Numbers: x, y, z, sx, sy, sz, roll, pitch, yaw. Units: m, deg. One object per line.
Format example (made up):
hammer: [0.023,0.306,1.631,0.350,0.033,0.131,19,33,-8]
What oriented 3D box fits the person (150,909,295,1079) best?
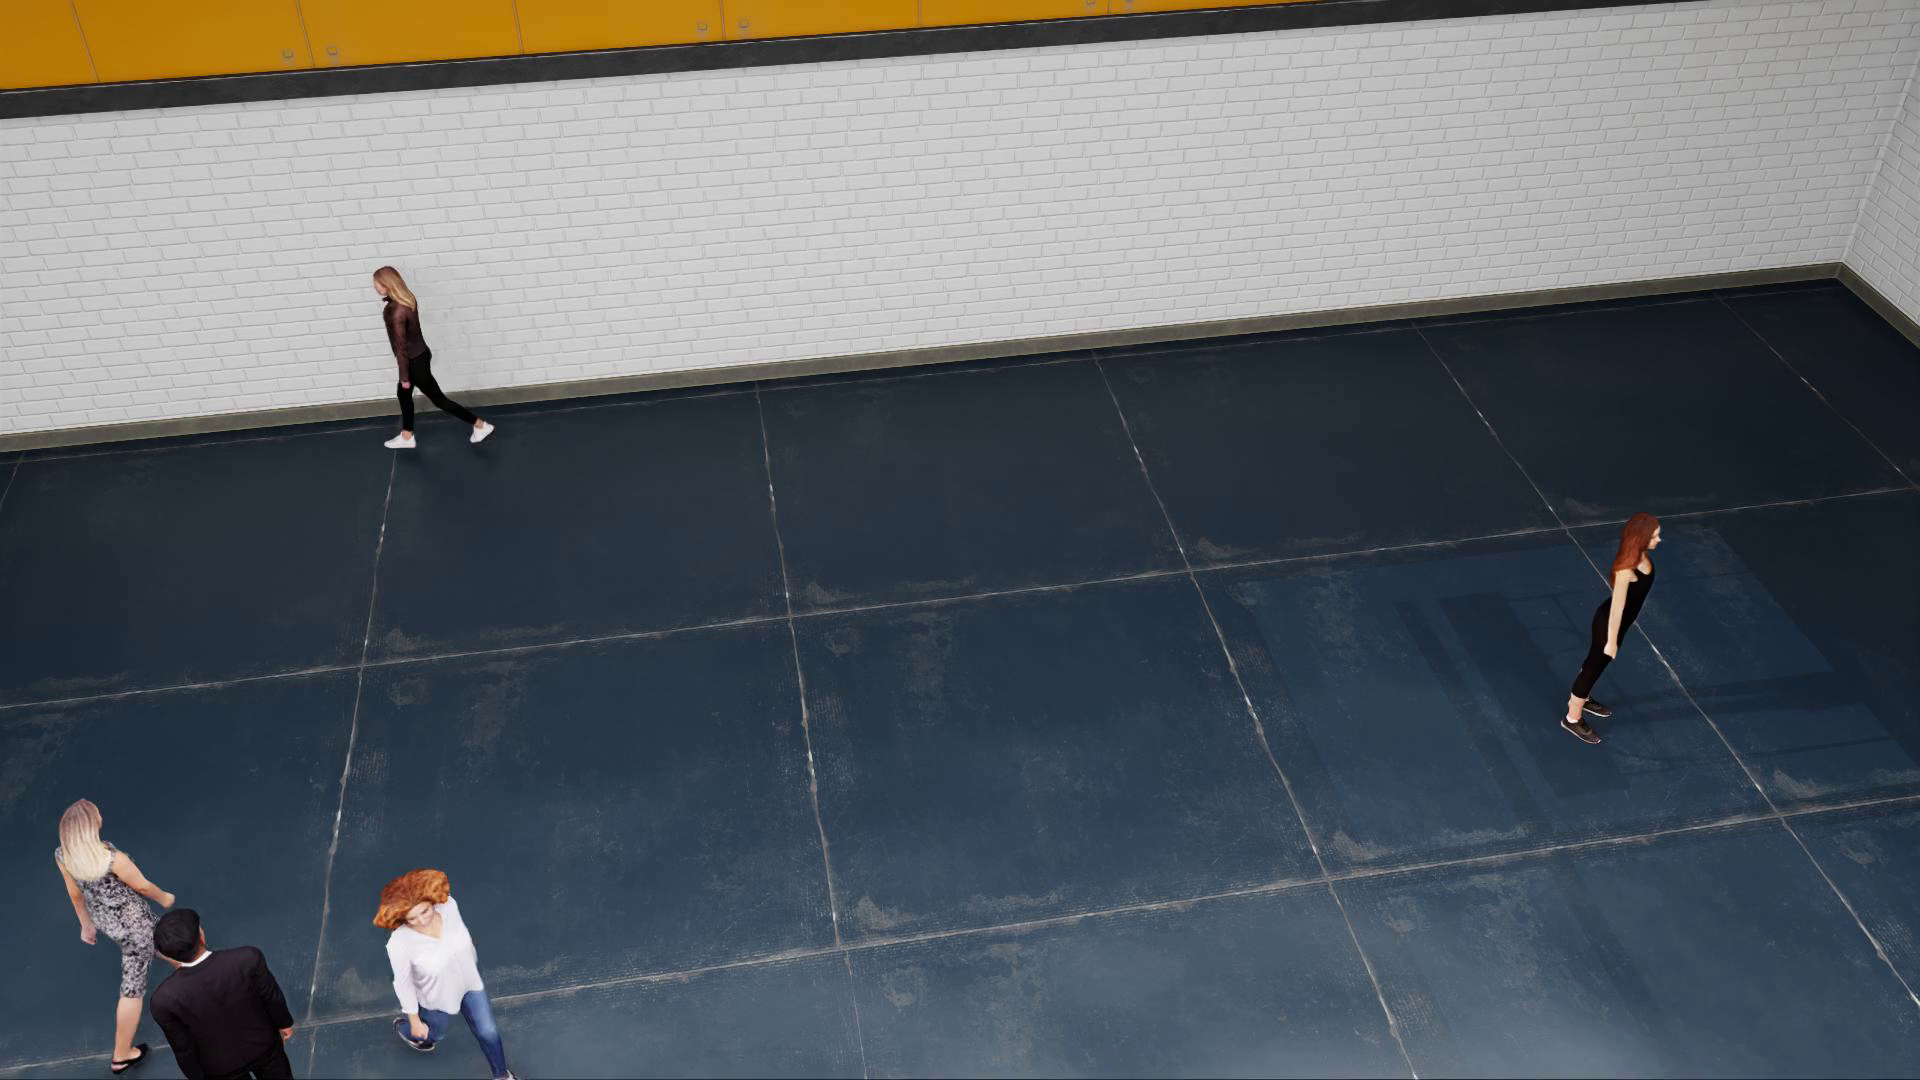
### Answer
person: [-3.536,2.476,8.133,0.772,1.877,0.741,-26,45,-29]

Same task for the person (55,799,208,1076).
person: [-4.452,2.116,8.762,0.922,1.654,1.175,11,40,13]

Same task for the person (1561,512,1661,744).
person: [4.195,0.530,10.691,0.698,1.726,0.629,21,43,25]

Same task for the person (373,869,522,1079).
person: [-2.729,2.260,8.564,1.159,1.677,1.097,23,44,26]

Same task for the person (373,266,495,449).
person: [-4.206,-1.392,13.148,0.665,1.662,1.048,-6,39,-8]
